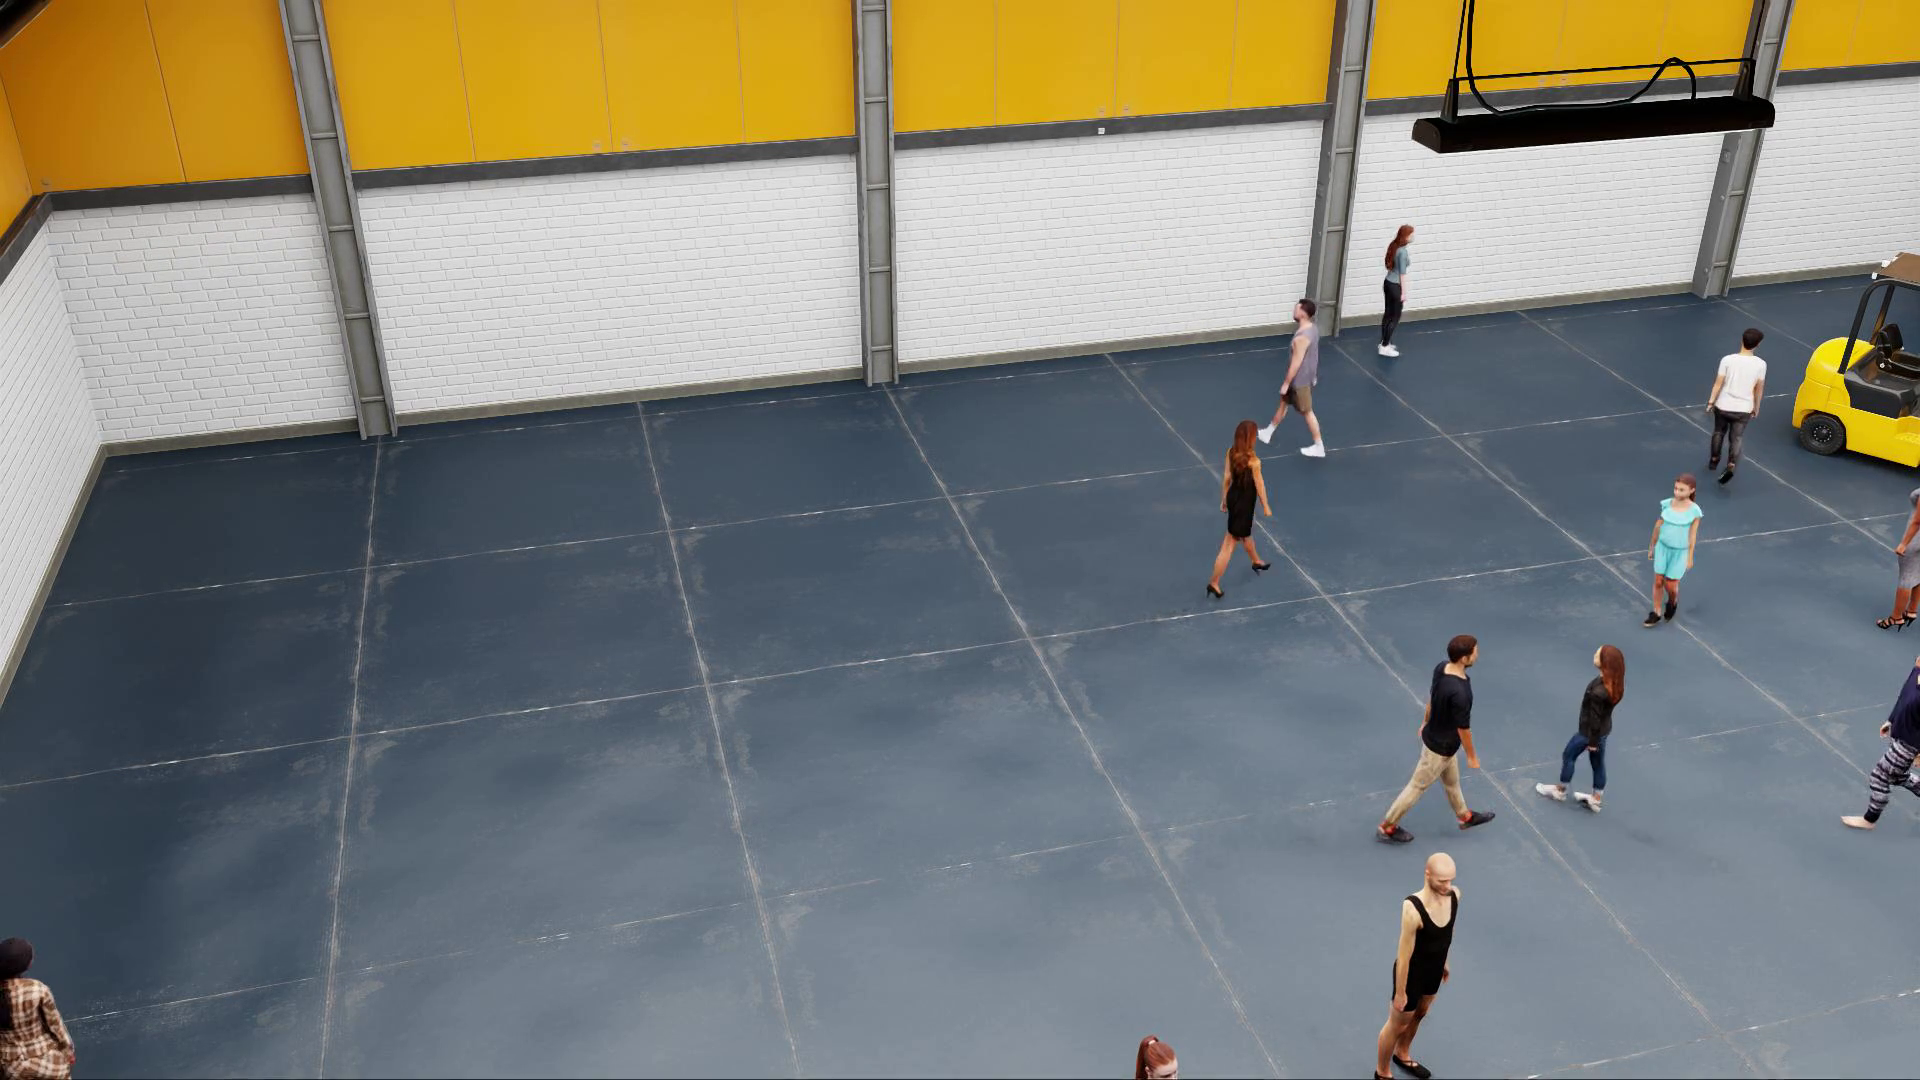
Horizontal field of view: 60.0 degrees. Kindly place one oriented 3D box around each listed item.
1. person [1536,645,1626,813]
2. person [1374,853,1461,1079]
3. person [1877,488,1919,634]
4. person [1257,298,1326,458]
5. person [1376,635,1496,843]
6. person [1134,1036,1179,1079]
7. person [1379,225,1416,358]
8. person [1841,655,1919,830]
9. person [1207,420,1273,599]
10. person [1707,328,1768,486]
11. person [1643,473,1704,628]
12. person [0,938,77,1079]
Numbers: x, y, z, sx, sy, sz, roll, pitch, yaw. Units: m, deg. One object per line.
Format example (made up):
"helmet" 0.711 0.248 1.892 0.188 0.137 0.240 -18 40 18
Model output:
"person" 4.988 1.481 12.893 0.817 1.465 0.783 25 37 38
"person" 2.856 2.672 10.346 0.600 1.814 0.772 -22 35 -34
"person" 8.803 0.025 15.232 0.521 1.782 0.687 -14 31 -24
"person" 3.817 -1.732 18.284 1.223 1.795 1.128 14 32 24
"person" 3.494 1.537 12.433 1.222 1.807 0.882 1 29 3
"person" 1.029 3.396 9.097 0.610 1.739 0.710 -25 37 -37
"person" 5.559 -3.209 21.215 0.584 1.730 0.635 -8 30 -14
"person" 7.276 1.505 12.591 1.039 1.713 0.882 7 29 12
"person" 2.568 -0.237 15.691 1.127 1.802 0.768 -16 32 -26
"person" 8.378 -1.421 17.982 1.099 1.688 1.115 11 30 19
"person" 6.624 0.076 15.378 0.752 1.553 0.690 -24 37 -36
"person" -5.414 3.089 9.631 0.543 1.768 0.792 -11 31 -20
